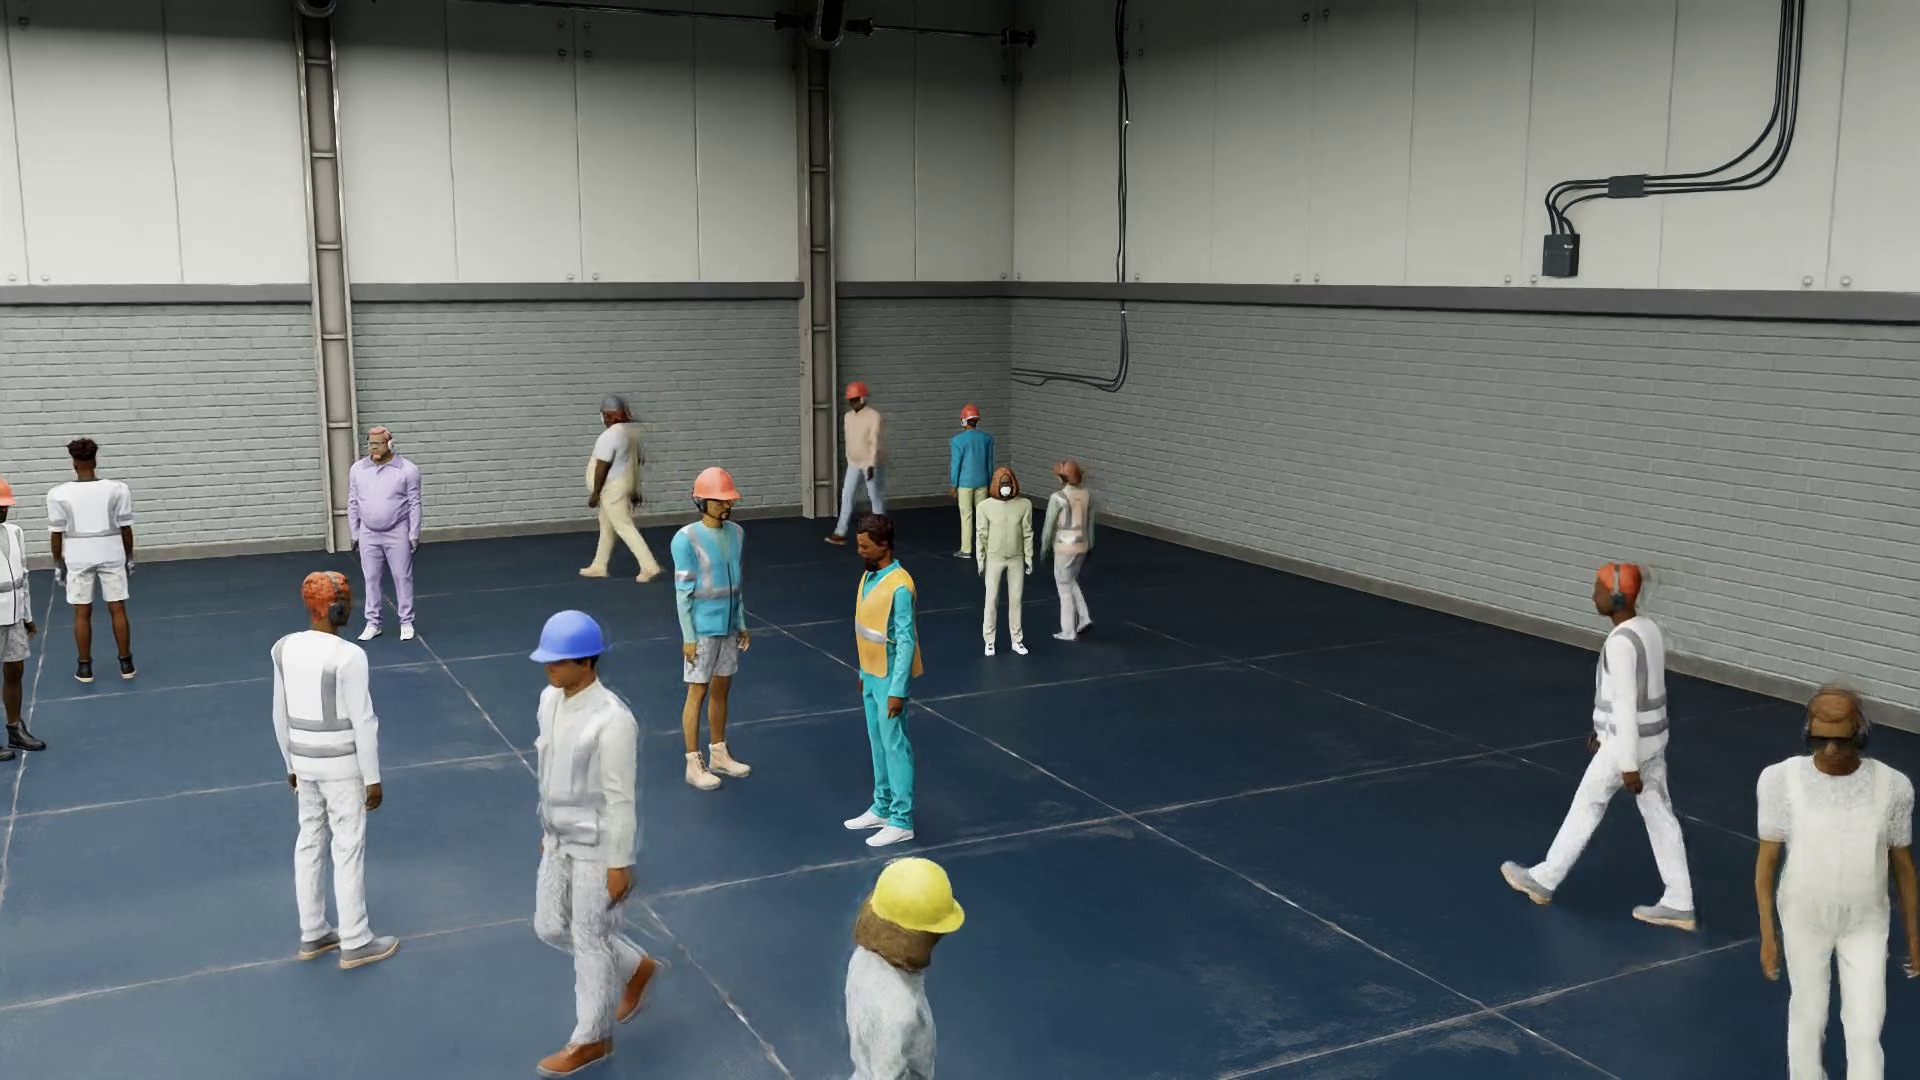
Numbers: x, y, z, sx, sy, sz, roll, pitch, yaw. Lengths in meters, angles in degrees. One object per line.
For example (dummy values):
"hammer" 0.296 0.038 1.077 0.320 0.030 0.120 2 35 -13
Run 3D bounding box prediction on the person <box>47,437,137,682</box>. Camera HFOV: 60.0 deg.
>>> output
"person" -6.936 0.158 13.323 0.611 1.959 0.378 -5 10 -27

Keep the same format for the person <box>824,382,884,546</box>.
"person" -1.222 -0.886 19.731 0.635 1.947 0.955 7 12 37

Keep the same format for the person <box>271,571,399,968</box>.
"person" -2.972 1.078 7.867 0.584 1.882 0.337 5 10 26

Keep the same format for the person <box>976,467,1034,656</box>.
"person" 0.380 0.184 14.178 0.498 1.627 0.280 -2 9 -12

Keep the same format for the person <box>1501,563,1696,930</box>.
"person" 3.304 1.015 8.404 0.970 1.829 0.586 8 12 41

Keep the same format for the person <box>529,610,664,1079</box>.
"person" -1.502 1.220 6.837 0.553 1.935 0.626 -8 12 -41

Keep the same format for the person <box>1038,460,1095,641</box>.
"person" 0.955 0.093 14.732 0.513 1.622 0.374 -9 13 -43

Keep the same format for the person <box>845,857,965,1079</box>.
"person" -0.230 1.696 4.669 0.721 1.722 0.502 -2 10 -14

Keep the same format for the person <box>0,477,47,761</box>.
"person" -6.450 0.522 11.181 0.388 1.930 0.539 2 9 13

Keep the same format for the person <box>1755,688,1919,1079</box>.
"person" 3.146 1.434 5.942 0.607 1.804 0.775 4 10 21

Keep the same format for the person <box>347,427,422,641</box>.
"person" -5.108 -0.051 14.757 0.641 1.908 0.407 0 9 -2

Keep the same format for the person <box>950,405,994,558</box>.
"person" 0.119 -0.671 19.042 0.563 1.752 0.341 -6 11 -31

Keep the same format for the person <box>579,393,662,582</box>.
"person" -3.590 -0.579 17.595 0.989 2.000 0.674 2 9 9

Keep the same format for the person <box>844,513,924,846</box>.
"person" -0.425 0.789 9.563 0.392 1.914 0.587 -4 10 -23

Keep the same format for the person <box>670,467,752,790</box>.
"person" -1.558 0.550 10.627 0.388 2.045 0.605 6 11 33
